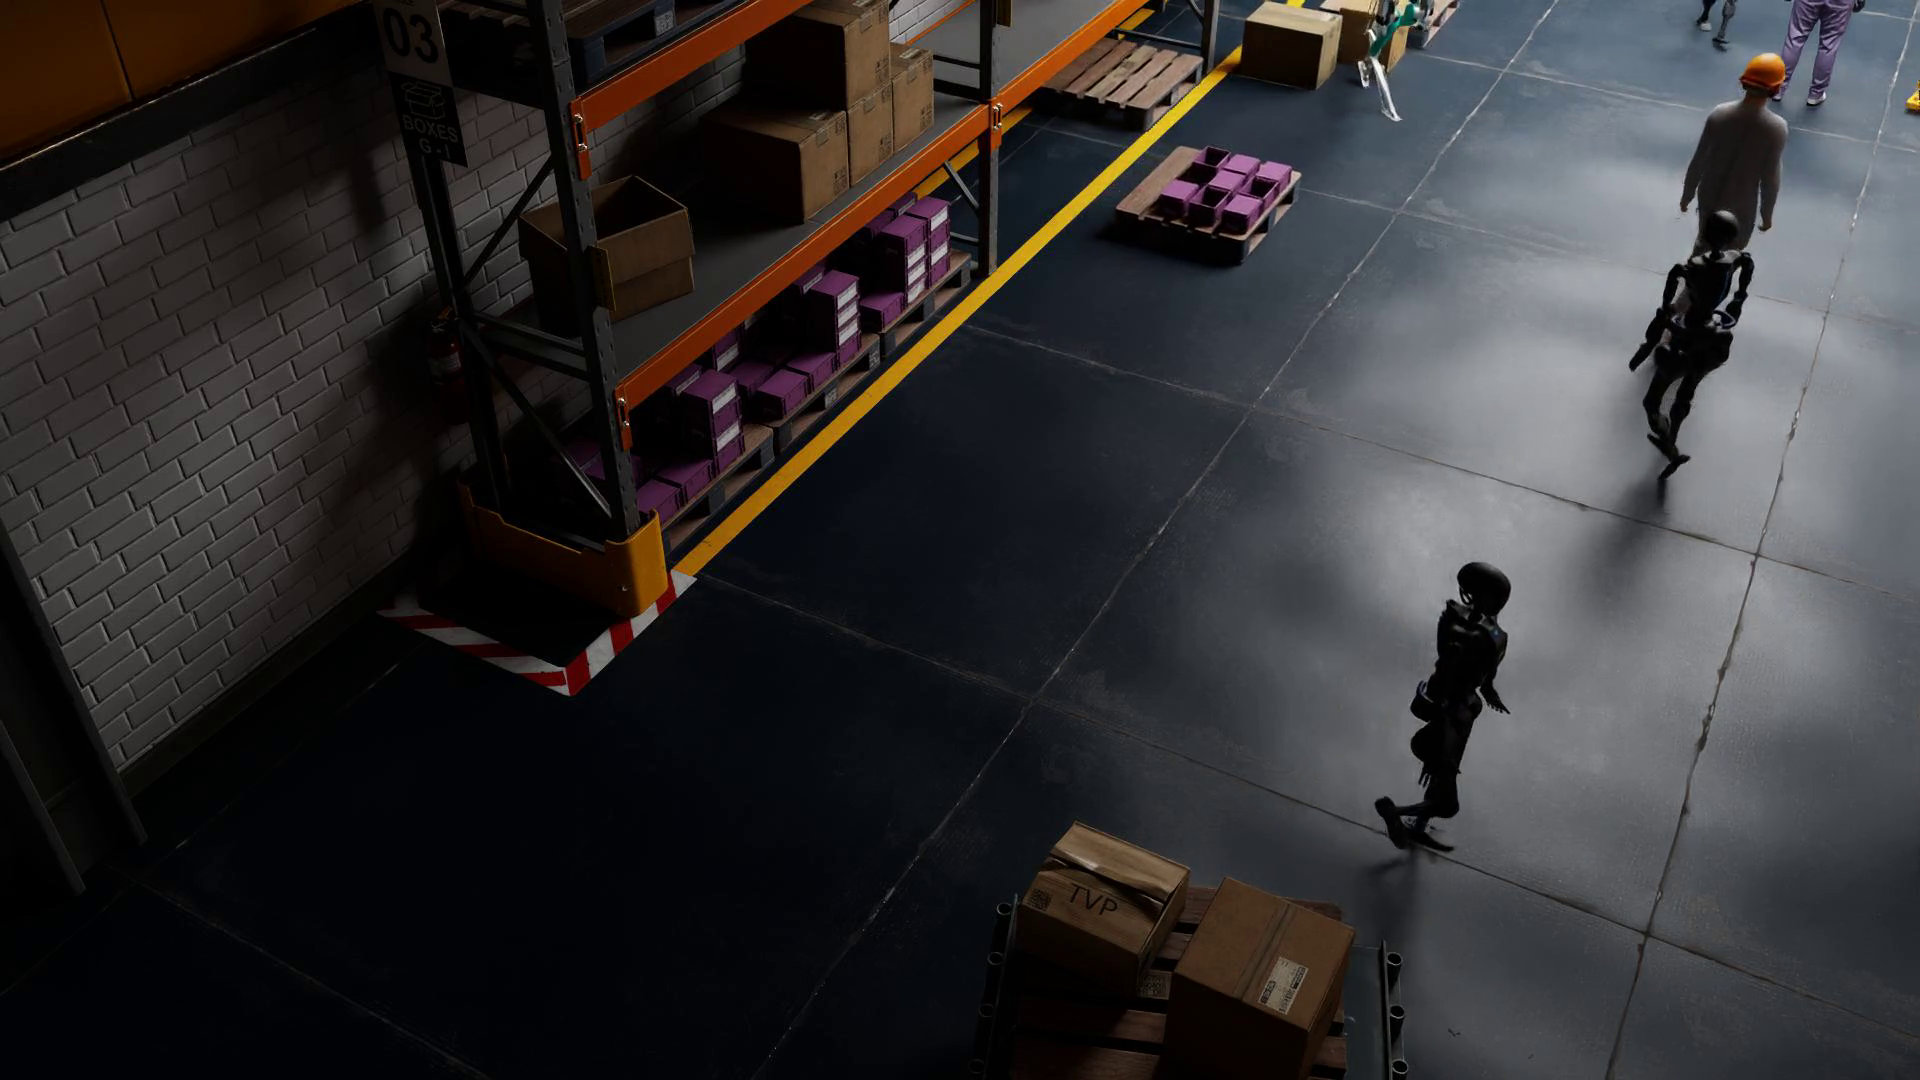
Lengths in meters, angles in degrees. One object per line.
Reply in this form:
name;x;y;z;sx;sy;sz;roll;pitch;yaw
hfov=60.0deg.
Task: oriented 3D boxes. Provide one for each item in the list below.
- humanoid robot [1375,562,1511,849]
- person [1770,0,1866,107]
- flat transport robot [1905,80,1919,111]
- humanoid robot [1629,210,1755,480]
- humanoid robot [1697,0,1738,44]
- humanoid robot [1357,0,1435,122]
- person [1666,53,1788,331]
humanoid robot;2.118;0.735;7.175;0.400;1.652;0.599;25;45;28
person;7.055;-4.483;13.514;0.639;1.909;0.410;16;41;19
flat transport robot;8.563;-3.860;14.045;0.659;0.231;1.431;28;46;30
humanoid robot;4.214;-1.104;9.477;0.600;1.640;0.552;-10;40;-12
humanoid robot;6.835;-5.201;14.621;0.615;1.616;0.748;8;39;10
humanoid robot;3.479;-4.425;13.585;0.537;1.760;0.962;-12;40;-15
person;4.916;-2.198;10.686;0.765;1.875;0.578;-25;45;-28
